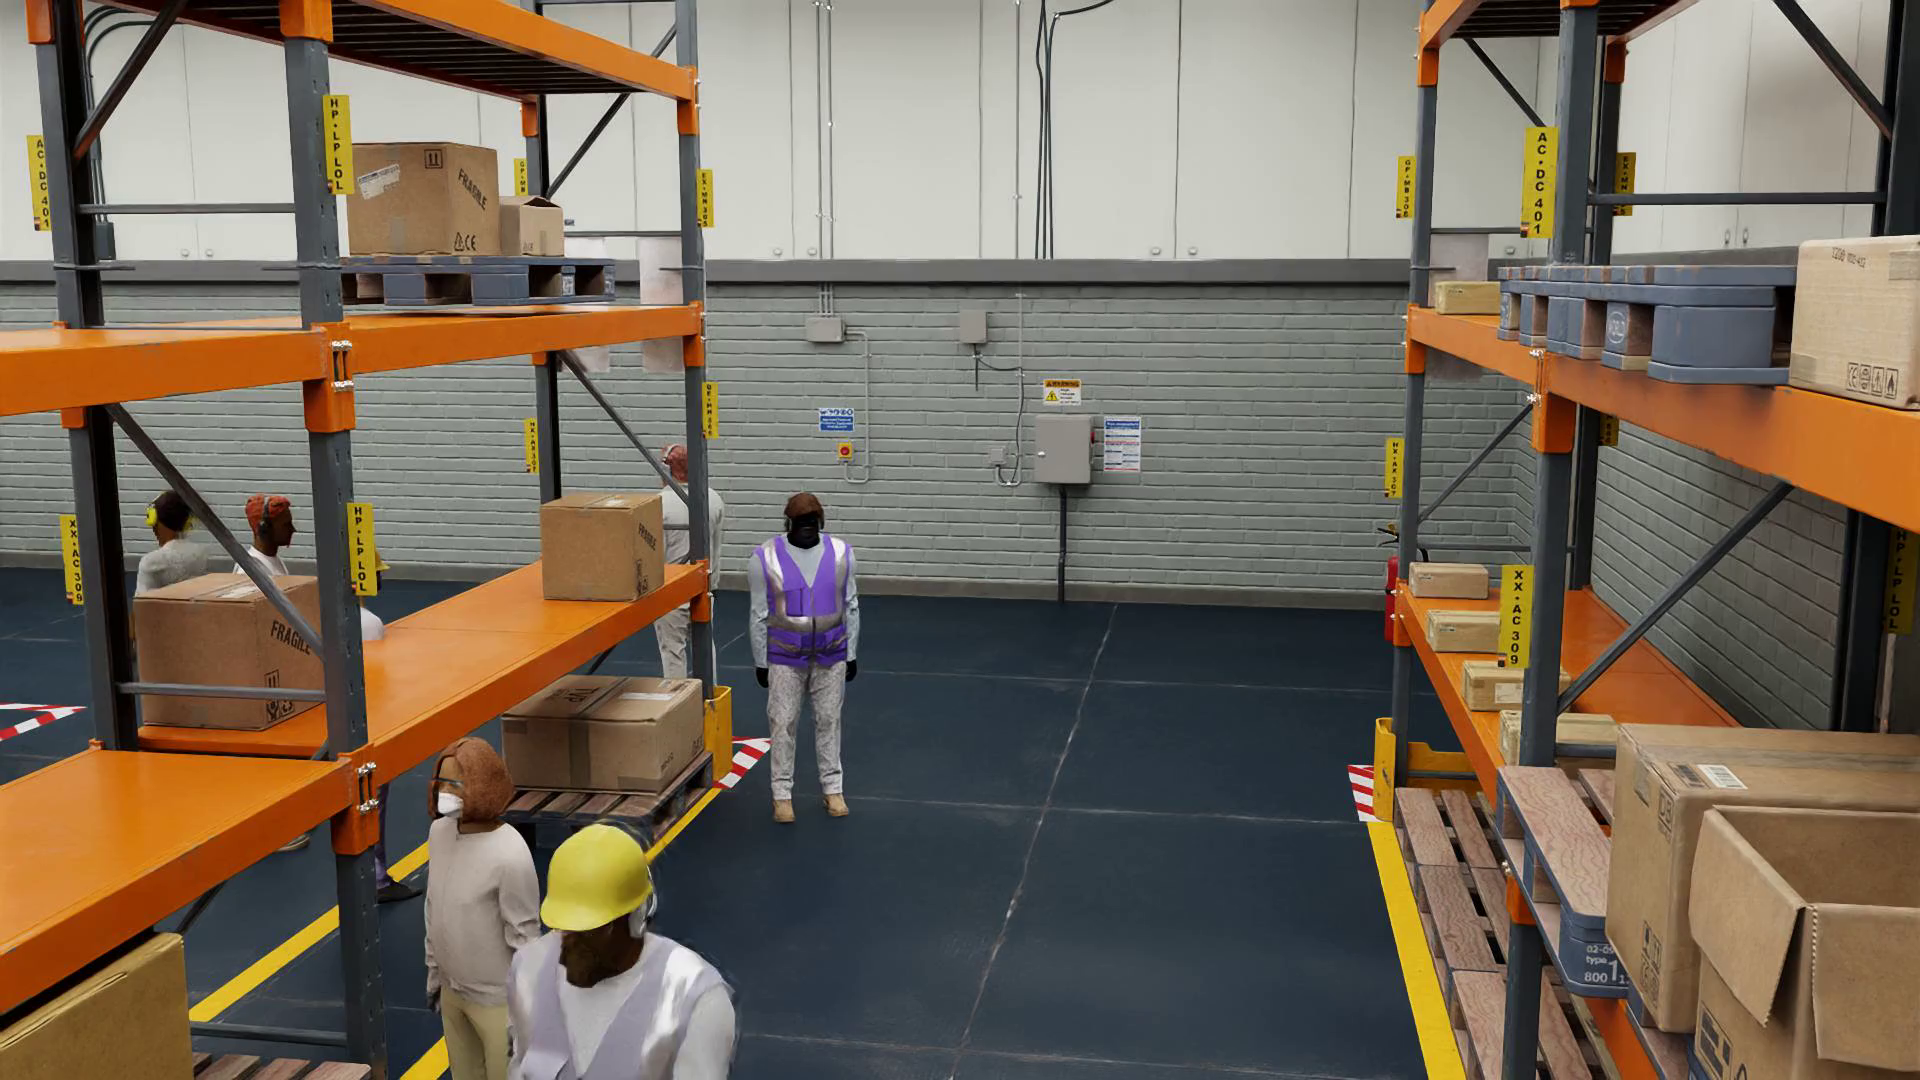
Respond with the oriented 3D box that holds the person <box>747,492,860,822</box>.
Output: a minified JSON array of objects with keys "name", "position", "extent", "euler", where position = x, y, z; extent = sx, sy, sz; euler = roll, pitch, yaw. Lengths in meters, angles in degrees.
[{"name":"person","position":[-0.847,0.641,9.196],"extent":[0.618,1.835,0.429],"euler":[-3,10,-17]}]

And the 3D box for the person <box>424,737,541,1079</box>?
[{"name":"person","position":[-1.479,1.399,5.112],"extent":[0.505,1.636,0.279],"euler":[7,12,38]}]

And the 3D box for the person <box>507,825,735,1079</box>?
[{"name":"person","position":[-0.828,1.536,3.731],"extent":[0.605,1.802,0.756],"euler":[3,10,16]}]

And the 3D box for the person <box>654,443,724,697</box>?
[{"name":"person","position":[-1.850,0.315,10.960],"extent":[0.410,1.912,0.643],"euler":[7,12,37]}]

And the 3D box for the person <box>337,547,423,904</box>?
[{"name":"person","position":[-2.866,0.865,8.009],"extent":[0.522,1.768,0.312],"euler":[8,12,40]}]

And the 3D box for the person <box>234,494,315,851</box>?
[{"name":"person","position":[-3.632,0.691,8.756],"extent":[0.346,1.876,0.574],"euler":[-2,9,-12]}]
